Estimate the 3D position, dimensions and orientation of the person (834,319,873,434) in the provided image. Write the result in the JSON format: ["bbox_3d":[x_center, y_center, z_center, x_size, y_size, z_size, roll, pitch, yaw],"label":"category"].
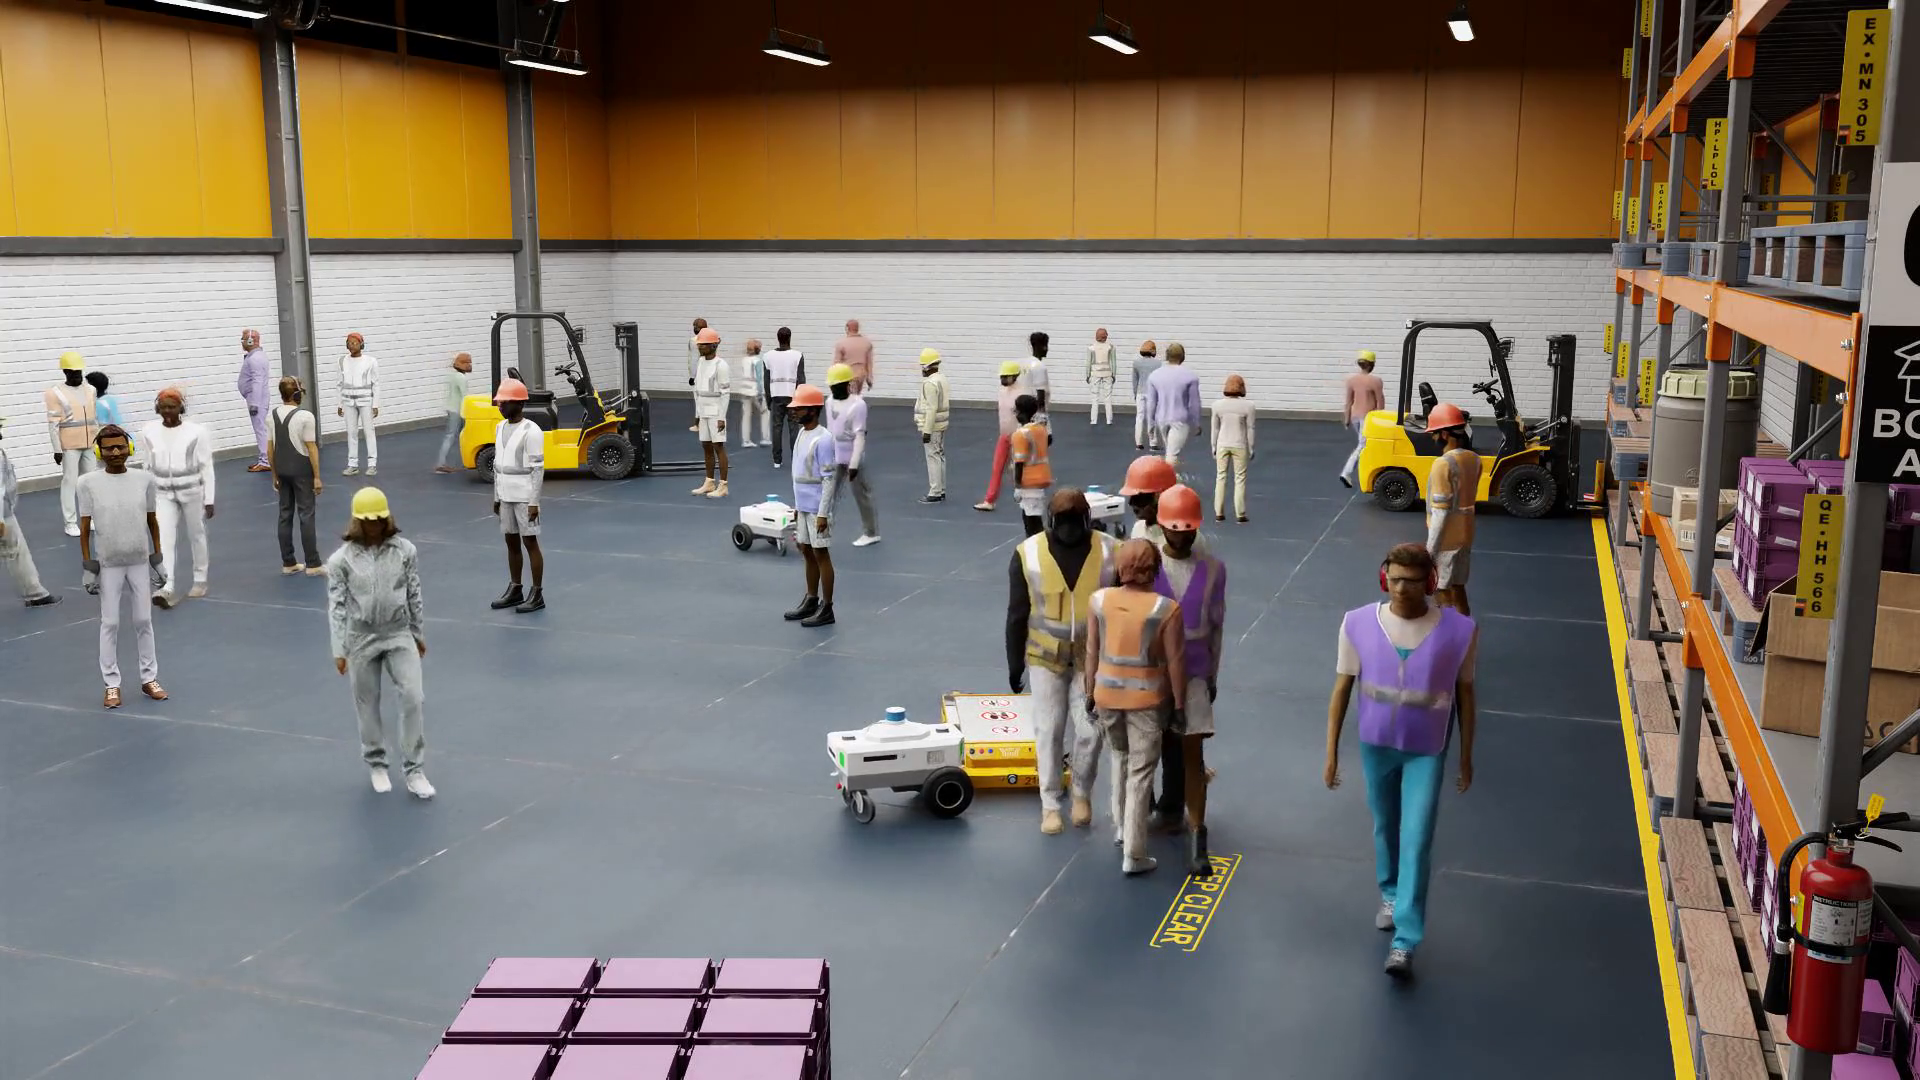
[{"bbox_3d":[-1.708,-2.585,26.496,0.654,1.866,0.969,-7,12,-36],"label":"person"}]

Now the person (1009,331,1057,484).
[{"bbox_3d":[0.942,-1.651,20.944,0.560,1.952,0.637,-2,10,-12],"label":"person"}]

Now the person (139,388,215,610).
[{"bbox_3d":[-6.580,-0.357,14.003,0.596,1.827,1.029,-2,10,-9],"label":"person"}]

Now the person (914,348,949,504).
[{"bbox_3d":[-0.334,-1.335,19.530,0.403,1.827,0.599,2,10,13],"label":"person"}]

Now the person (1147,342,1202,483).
[{"bbox_3d":[2.510,-1.386,19.662,0.624,1.900,1.014,7,12,35],"label":"person"}]

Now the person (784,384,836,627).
[{"bbox_3d":[-1.193,-0.277,13.270,0.360,1.939,0.543,-6,12,-30],"label":"person"}]

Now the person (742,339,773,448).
[{"bbox_3d":[-3.009,-2.191,24.918,0.650,1.612,0.547,-8,13,-39],"label":"person"}]

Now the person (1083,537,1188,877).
[{"bbox_3d":[0.885,0.788,8.179,0.536,1.614,0.667,6,12,31],"label":"person"}]

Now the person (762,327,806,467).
[{"bbox_3d":[-2.387,-1.940,22.692,0.592,1.920,0.392,2,10,9],"label":"person"}]

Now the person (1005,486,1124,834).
[{"bbox_3d":[0.555,0.617,8.553,0.652,1.824,0.444,0,10,1],"label":"person"}]

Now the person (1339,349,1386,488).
[{"bbox_3d":[5.055,-1.534,20.938,0.866,1.729,0.523,-7,12,-35],"label":"person"}]

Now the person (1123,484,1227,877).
[{"bbox_3d":[1.054,0.633,8.339,0.536,1.889,1.019,0,10,-2],"label":"person"}]

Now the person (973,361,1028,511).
[{"bbox_3d":[0.583,-1.179,18.968,0.913,1.720,0.525,-9,14,-42],"label":"person"}]

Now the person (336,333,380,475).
[{"bbox_3d":[-7.939,-1.788,21.933,0.575,1.885,0.355,1,10,3],"label":"person"}]

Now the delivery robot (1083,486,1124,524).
[{"bbox_3d":[1.367,-0.316,17.120,0.707,0.478,0.477,-10,14,-43],"label":"delivery robot"}]

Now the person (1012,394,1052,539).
[{"bbox_3d":[0.638,-0.496,15.249,0.491,1.670,0.566,4,11,24],"label":"person"}]

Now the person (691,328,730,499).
[{"bbox_3d":[-3.003,-1.519,19.971,0.378,2.044,0.607,-9,14,-42],"label":"person"}]

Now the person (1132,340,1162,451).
[{"bbox_3d":[2.776,-2.133,24.581,0.497,1.633,0.289,7,12,35],"label":"person"}]

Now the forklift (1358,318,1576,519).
[{"bbox_3d":[5.787,-1.437,19.079,2.313,2.155,1.214,3,11,19],"label":"forklift"}]

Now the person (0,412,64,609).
[{"bbox_3d":[-7.931,-0.257,13.597,0.607,1.788,0.915,6,12,31],"label":"person"}]

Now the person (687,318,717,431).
[{"bbox_3d":[-4.225,-2.693,27.148,0.429,1.842,0.636,5,11,27],"label":"person"}]

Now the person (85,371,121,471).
[{"bbox_3d":[-9.275,-1.014,18.165,0.479,1.681,0.523,-1,10,-7],"label":"person"}]

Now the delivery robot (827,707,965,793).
[{"bbox_3d":[-0.346,1.140,8.918,0.707,0.478,0.477,-3,11,-15],"label":"delivery robot"}]

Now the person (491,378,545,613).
[{"bbox_3d":[-3.674,-0.369,13.776,0.545,1.942,0.350,7,12,34],"label":"person"}]

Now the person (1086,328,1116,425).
[{"bbox_3d":[2.374,-2.744,28.002,0.515,1.640,0.315,0,10,1],"label":"person"}]

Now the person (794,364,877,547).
[{"bbox_3d":[-1.185,-0.813,16.490,0.597,1.859,1.010,9,14,42],"label":"person"}]

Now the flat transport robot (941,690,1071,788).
[{"bbox_3d":[0.248,1.157,9.885,0.652,0.197,1.431,-1,10,-3],"label":"flat transport robot"}]

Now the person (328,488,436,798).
[{"bbox_3d":[-3.144,0.575,9.062,0.518,1.716,0.701,-6,12,-32],"label":"person"}]

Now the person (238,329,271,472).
[{"bbox_3d":[-9.456,-1.867,22.309,0.407,1.910,0.639,-3,11,-18],"label":"person"}]

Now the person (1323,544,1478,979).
[{"bbox_3d":[1.857,0.899,7.060,0.594,1.785,0.980,4,11,24],"label":"person"}]

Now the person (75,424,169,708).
[{"bbox_3d":[-5.520,0.162,10.989,0.515,1.872,0.328,-8,13,-39],"label":"person"}]

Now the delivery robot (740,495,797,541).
[{"bbox_3d":[-1.850,-0.205,16.490,0.707,0.478,0.477,9,14,42],"label":"delivery robot"}]

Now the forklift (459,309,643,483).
[{"bbox_3d":[-5.354,-1.902,21.697,2.313,2.155,1.214,-2,10,-13],"label":"forklift"}]

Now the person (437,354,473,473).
[{"bbox_3d":[-6.672,-1.698,22.267,0.790,1.581,0.514,-6,12,-30],"label":"person"}]

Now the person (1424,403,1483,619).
[{"bbox_3d":[3.420,0.002,11.728,0.374,1.928,0.543,10,14,43],"label":"person"}]

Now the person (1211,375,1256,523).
[{"bbox_3d":[2.986,-0.993,18.185,0.494,1.625,0.281,5,11,24],"label":"person"}]

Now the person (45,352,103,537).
[{"bbox_3d":[-9.227,-1.008,17.415,0.373,1.925,0.595,4,11,21],"label":"person"}]

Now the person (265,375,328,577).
[{"bbox_3d":[-6.088,-0.582,15.247,0.507,1.846,0.351,3,10,16],"label":"person"}]

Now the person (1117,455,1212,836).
[{"bbox_3d":[1.034,0.541,8.544,0.518,1.975,0.647,-4,11,-24],"label":"person"}]
